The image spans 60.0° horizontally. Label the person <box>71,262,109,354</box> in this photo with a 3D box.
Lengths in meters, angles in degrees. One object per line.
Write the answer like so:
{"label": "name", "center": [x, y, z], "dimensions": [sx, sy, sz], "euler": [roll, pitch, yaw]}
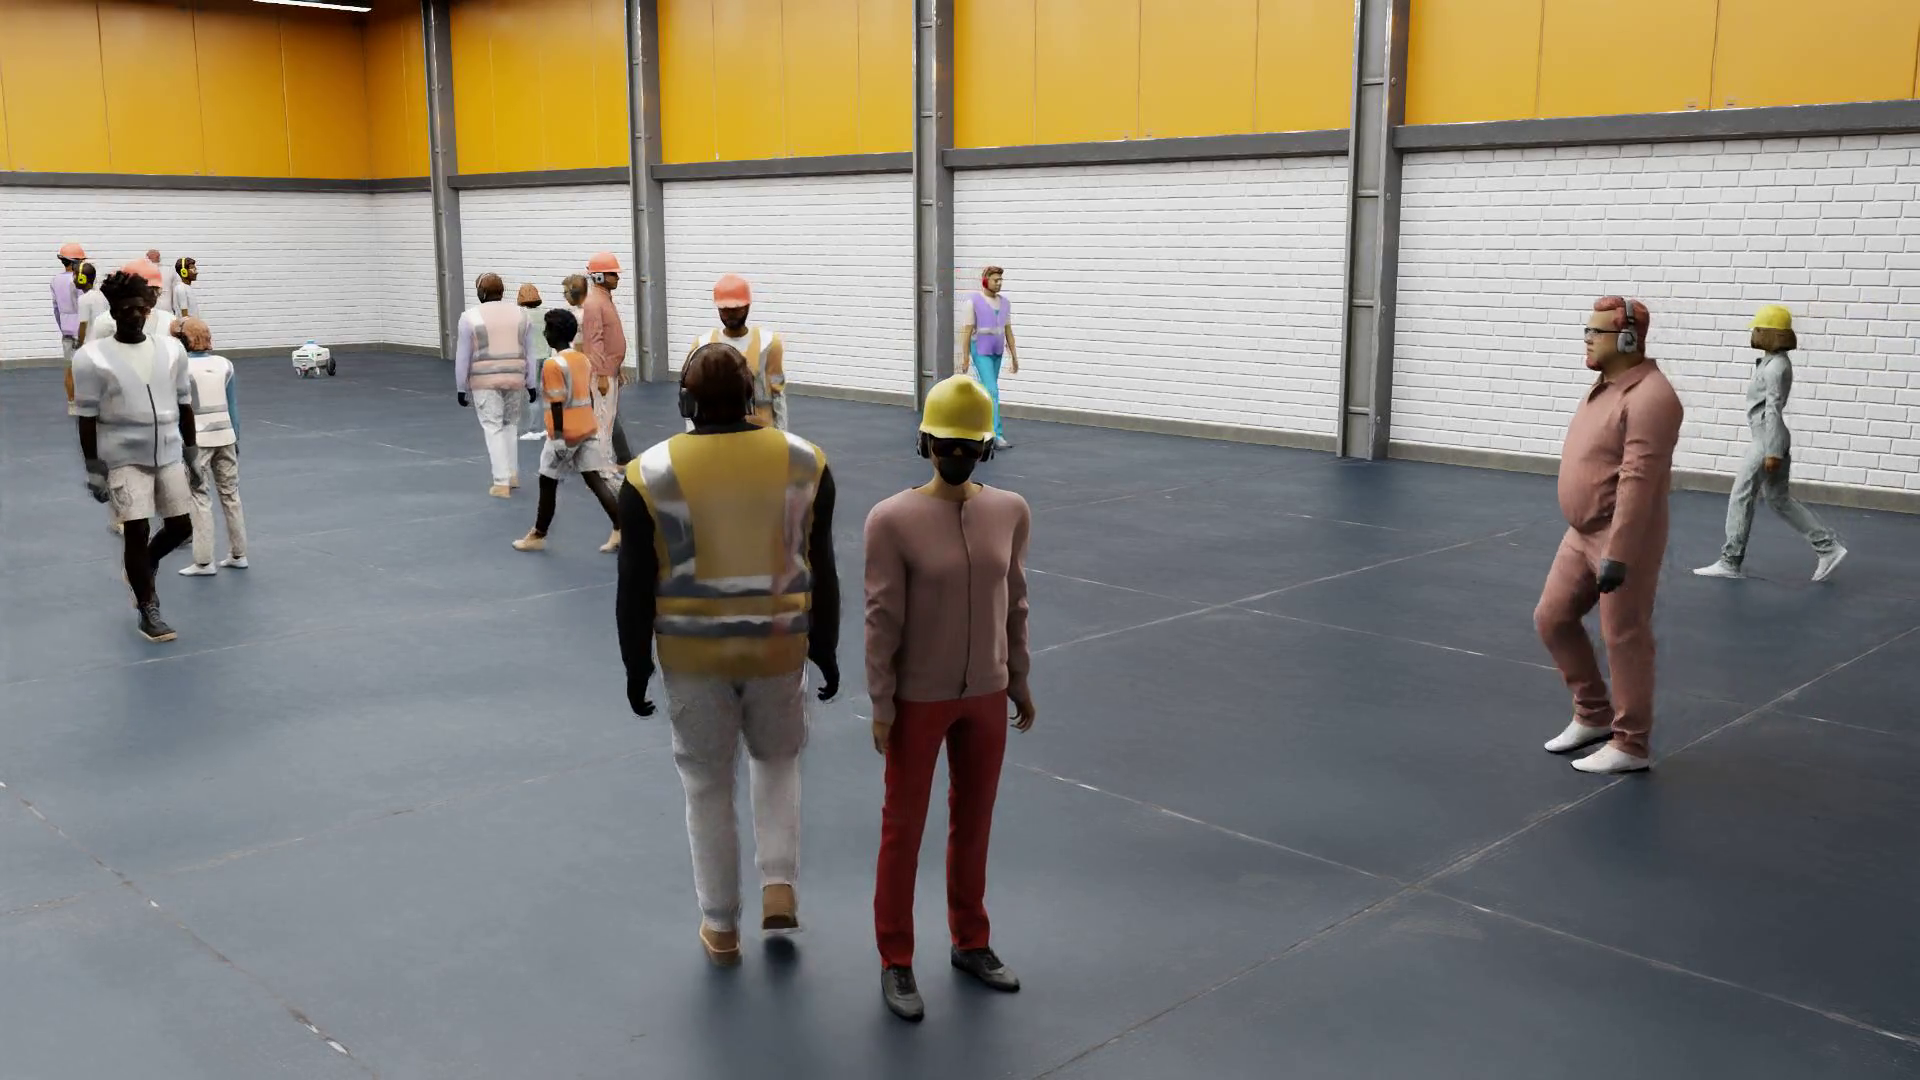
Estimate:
{"label": "person", "center": [-9.022, -1.941, 17.234], "dimensions": [0.527, 1.852, 0.564], "euler": [-1, 10, -5]}

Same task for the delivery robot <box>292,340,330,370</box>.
{"label": "delivery robot", "center": [-9.762, -2.765, 25.021], "dimensions": [0.477, 0.478, 0.707], "euler": [0, 10, -1]}

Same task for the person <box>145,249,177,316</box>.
{"label": "person", "center": [-13.293, -3.858, 27.550], "dimensions": [0.403, 1.906, 0.652], "euler": [10, 14, 43]}

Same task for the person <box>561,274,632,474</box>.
{"label": "person", "center": [-3.344, -1.471, 14.879], "dimensions": [0.969, 1.776, 0.583], "euler": [2, 11, 13]}

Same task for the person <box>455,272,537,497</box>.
{"label": "person", "center": [-3.844, -1.276, 13.683], "dimensions": [0.651, 1.824, 0.659], "euler": [-8, 13, -38]}

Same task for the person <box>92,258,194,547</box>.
{"label": "person", "center": [-5.651, -0.952, 11.517], "dimensions": [1.110, 1.973, 0.613], "euler": [6, 12, 30]}

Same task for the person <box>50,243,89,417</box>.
{"label": "person", "center": [-10.312, -2.444, 19.466], "dimensions": [0.608, 2.044, 0.371], "euler": [5, 11, 25]}

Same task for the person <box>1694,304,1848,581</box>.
{"label": "person", "center": [5.053, -0.587, 10.226], "dimensions": [0.790, 1.719, 0.485], "euler": [6, 12, 28]}

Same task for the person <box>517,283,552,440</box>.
{"label": "person", "center": [-4.463, -1.862, 17.411], "dimensions": [0.286, 1.632, 0.500], "euler": [6, 12, 32]}

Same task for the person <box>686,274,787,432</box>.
{"label": "person", "center": [-1.314, -0.587, 9.719], "dimensions": [0.579, 1.894, 0.932], "euler": [0, 10, -1]}

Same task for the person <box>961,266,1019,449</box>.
{"label": "person", "center": [0.374, -1.808, 16.589], "dimensions": [0.791, 1.815, 0.604], "euler": [10, 14, 43]}

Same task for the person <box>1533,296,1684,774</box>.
{"label": "person", "center": [2.550, -0.002, 6.546], "dimensions": [0.493, 1.893, 0.641], "euler": [0, 10, -2]}

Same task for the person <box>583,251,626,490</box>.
{"label": "person", "center": [-2.986, -1.425, 14.039], "dimensions": [0.375, 1.995, 0.611], "euler": [-1, 10, -3]}

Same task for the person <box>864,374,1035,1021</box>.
{"label": "person", "center": [-0.017, 0.425, 4.582], "dimensions": [0.527, 1.765, 0.328], "euler": [-6, 12, -30]}

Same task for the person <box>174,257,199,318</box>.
{"label": "person", "center": [-9.107, -2.396, 19.707], "dimensions": [0.329, 1.861, 0.510], "euler": [-5, 11, -23]}

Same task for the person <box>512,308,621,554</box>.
{"label": "person", "center": [-2.584, -0.718, 11.112], "dimensions": [0.864, 1.654, 0.540], "euler": [3, 11, 18]}

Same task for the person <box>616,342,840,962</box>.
{"label": "person", "center": [-0.679, 0.336, 4.894], "dimensions": [0.652, 1.825, 0.450], "euler": [-3, 11, -16]}

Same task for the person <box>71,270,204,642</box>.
{"label": "person", "center": [-4.377, -0.450, 8.835], "dimensions": [0.590, 1.951, 0.623], "euler": [8, 13, 37]}

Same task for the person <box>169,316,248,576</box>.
{"label": "person", "center": [-4.759, -0.590, 10.477], "dimensions": [0.316, 1.634, 0.521], "euler": [5, 12, 27]}
